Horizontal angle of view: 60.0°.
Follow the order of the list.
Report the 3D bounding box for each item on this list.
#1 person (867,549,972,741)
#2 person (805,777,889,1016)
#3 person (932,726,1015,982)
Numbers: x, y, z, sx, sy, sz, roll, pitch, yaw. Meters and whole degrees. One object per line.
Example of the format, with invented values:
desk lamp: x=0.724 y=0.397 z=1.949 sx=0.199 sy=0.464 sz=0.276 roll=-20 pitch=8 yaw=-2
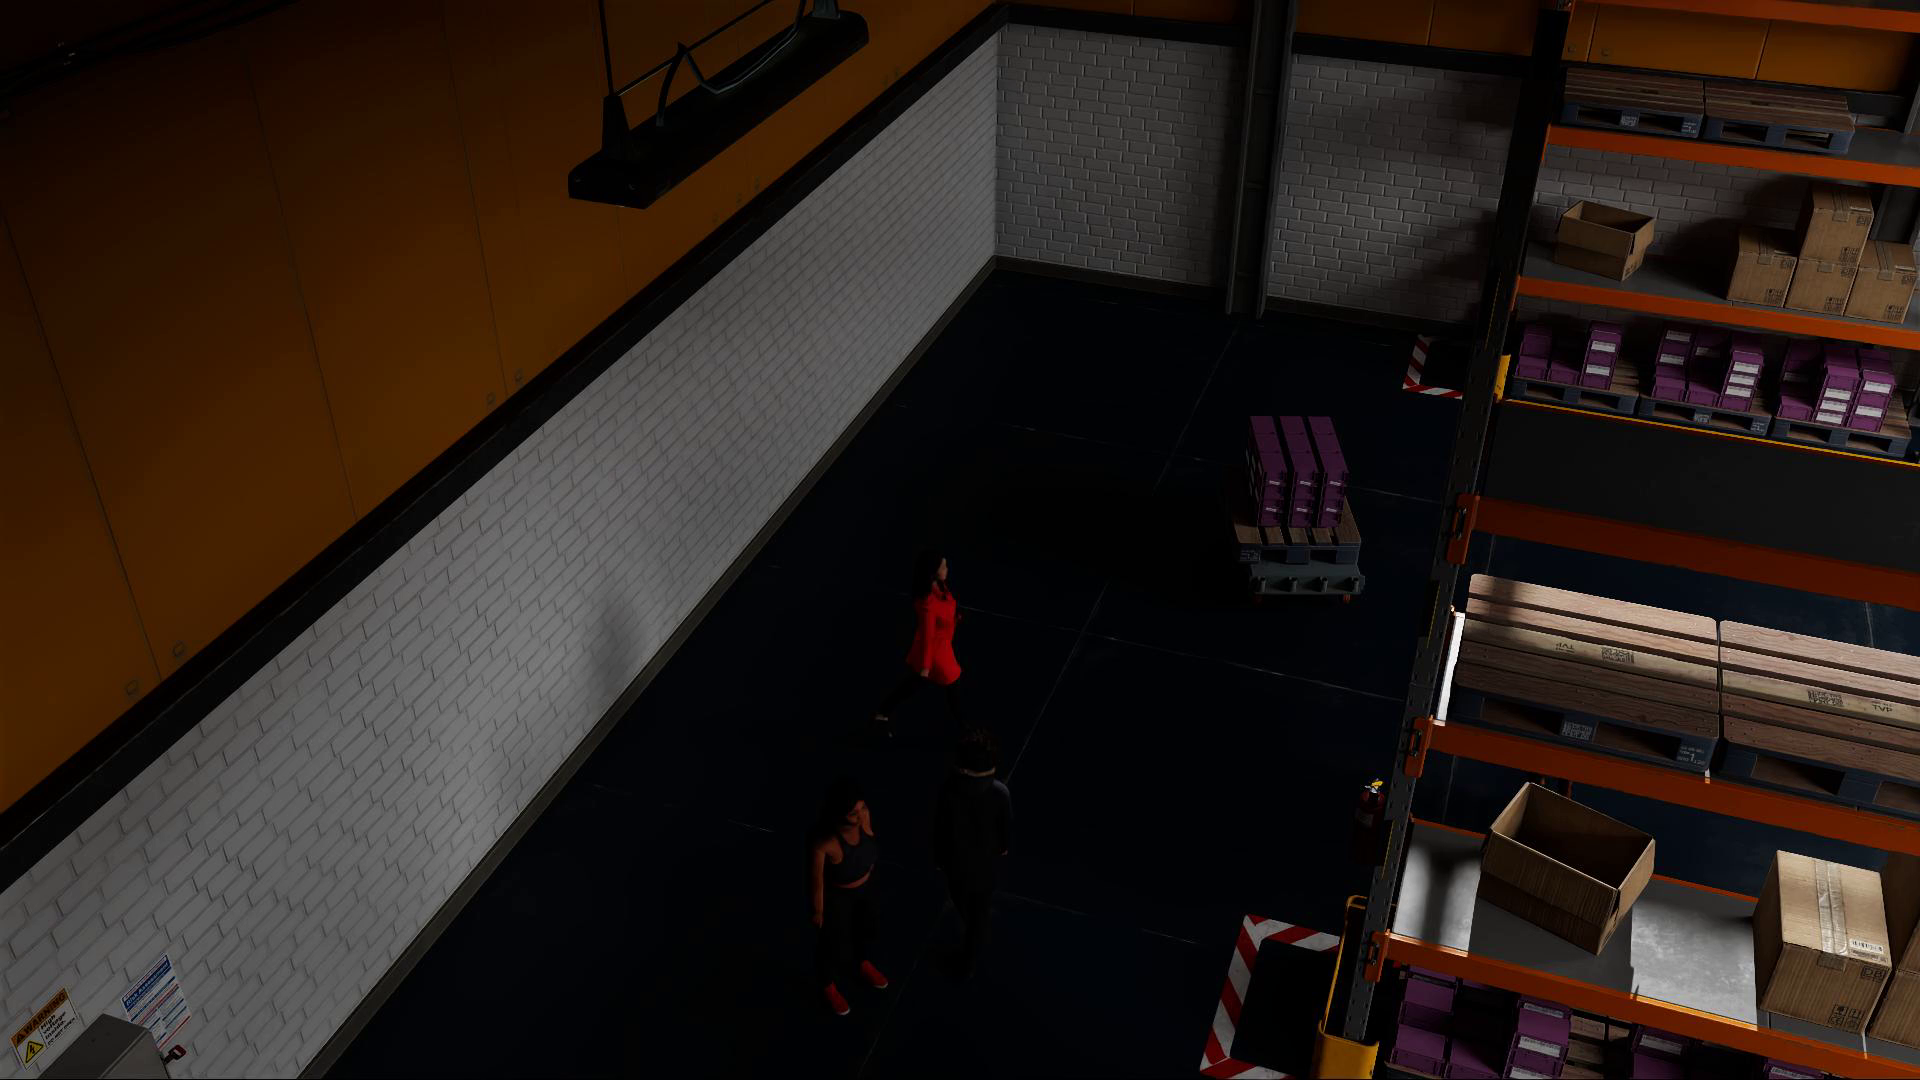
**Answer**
person: x=-0.280 y=0.793 z=11.840 sx=1.172 sy=1.711 sz=0.858 roll=0 pitch=34 yaw=1
person: x=-0.707 y=2.063 z=9.847 sx=0.753 sy=1.804 sz=0.758 roll=25 pitch=41 yaw=32
person: x=0.054 y=1.966 z=10.056 sx=0.953 sy=1.734 sz=0.811 roll=5 pitch=34 yaw=7
